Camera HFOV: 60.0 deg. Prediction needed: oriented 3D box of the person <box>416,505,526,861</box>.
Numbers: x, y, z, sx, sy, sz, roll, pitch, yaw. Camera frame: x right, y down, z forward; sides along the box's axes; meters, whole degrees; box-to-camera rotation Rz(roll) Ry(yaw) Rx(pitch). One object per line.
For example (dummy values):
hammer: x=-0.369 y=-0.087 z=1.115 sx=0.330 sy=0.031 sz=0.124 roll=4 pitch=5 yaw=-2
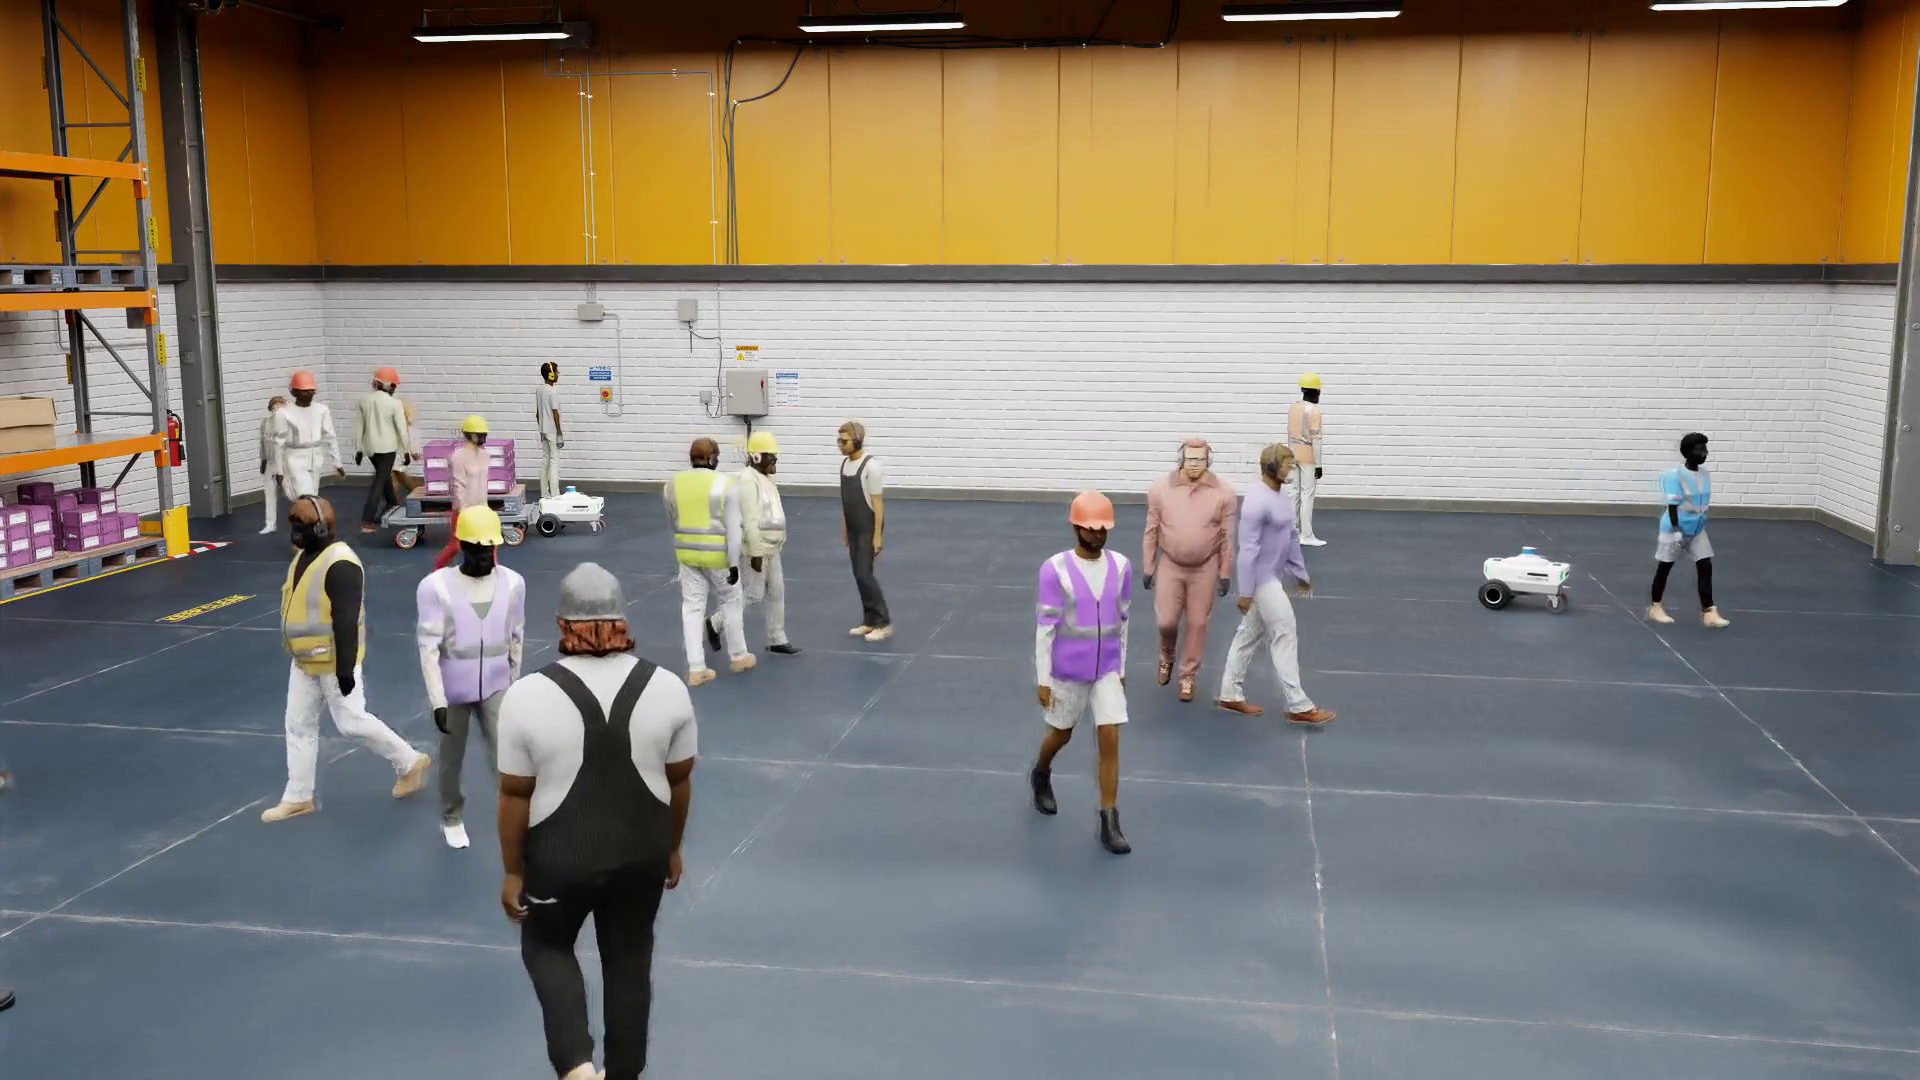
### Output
person: x=-2.473 y=0.746 z=8.510 sx=0.592 sy=1.861 sz=1.041 roll=-6 pitch=11 yaw=-34

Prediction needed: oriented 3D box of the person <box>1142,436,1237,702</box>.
person: x=1.628 y=0.196 z=11.818 sx=0.658 sy=1.886 sz=0.467 roll=1 pitch=9 yaw=7

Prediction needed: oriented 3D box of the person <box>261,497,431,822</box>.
person: x=-3.467 y=0.645 z=9.319 sx=0.852 sy=1.817 sz=0.630 roll=-9 pitch=13 yaw=-43

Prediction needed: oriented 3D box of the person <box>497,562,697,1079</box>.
person: x=-1.293 y=1.073 z=5.910 sx=0.708 sy=2.000 sz=0.539 roll=-4 pitch=10 yaw=-25

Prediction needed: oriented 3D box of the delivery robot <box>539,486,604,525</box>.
delivery robot: x=-4.485 y=-0.377 z=19.214 sx=0.707 sy=0.478 sz=0.477 roll=-1 pitch=9 yaw=-4

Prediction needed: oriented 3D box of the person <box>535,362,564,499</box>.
person: x=-5.320 y=-1.384 z=21.686 sx=0.329 sy=1.872 sz=0.507 roll=-9 pitch=13 yaw=-43

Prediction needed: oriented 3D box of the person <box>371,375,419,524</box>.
person: x=-6.925 y=-1.171 z=20.460 sx=0.573 sy=1.861 sz=1.104 roll=3 pitch=10 yaw=17

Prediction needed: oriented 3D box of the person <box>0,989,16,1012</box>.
person: x=-4.175 y=0.989 z=6.766 sx=0.545 sy=1.933 sz=0.376 roll=8 pitch=12 yaw=40

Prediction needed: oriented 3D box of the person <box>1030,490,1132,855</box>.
person: x=0.642 y=0.654 z=8.961 sx=0.556 sy=1.907 sz=0.930 roll=-3 pitch=10 yaw=-21

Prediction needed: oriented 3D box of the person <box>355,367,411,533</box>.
person: x=-6.771 y=-1.068 z=19.570 sx=0.635 sy=1.925 sz=1.052 roll=4 pitch=10 yaw=22

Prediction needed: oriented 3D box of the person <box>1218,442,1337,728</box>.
person: x=2.160 y=0.301 z=11.138 sx=0.948 sy=1.901 sz=0.649 roll=4 pitch=10 yaw=22

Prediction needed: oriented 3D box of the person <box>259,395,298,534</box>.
person: x=-7.902 y=-0.889 z=19.434 sx=0.566 sy=1.615 sz=0.588 roll=3 pitch=10 yaw=18

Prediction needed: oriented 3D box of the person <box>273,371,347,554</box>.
person: x=-6.841 y=-0.784 z=17.553 sx=1.001 sy=1.991 sz=0.624 roll=7 pitch=11 yaw=36

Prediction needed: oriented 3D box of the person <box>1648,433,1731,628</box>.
person: x=6.210 y=-0.068 z=14.101 sx=0.535 sy=1.665 sz=0.785 roll=-4 pitch=10 yaw=-23

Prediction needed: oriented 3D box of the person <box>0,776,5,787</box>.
person: x=-5.768 y=0.641 z=9.146 sx=0.642 sy=1.871 sz=1.020 roll=5 pitch=10 yaw=26

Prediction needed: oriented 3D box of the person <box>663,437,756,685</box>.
person: x=-1.840 y=0.130 z=12.429 sx=0.632 sy=1.813 sz=0.771 roll=3 pitch=10 yaw=18

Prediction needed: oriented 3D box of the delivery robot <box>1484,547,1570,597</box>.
delivery robot: x=5.106 y=0.305 z=14.983 sx=0.707 sy=0.478 sz=0.477 roll=5 pitch=10 yaw=28

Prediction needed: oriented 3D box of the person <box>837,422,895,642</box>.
person: x=-0.807 y=-0.067 z=13.704 sx=0.436 sy=1.820 sz=0.535 roll=-7 pitch=12 yaw=-38

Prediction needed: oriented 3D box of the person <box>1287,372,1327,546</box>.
person: x=3.857 y=-0.898 z=18.493 sx=0.369 sy=1.927 sz=0.589 roll=-3 pitch=10 yaw=-21

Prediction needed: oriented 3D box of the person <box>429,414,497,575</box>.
person: x=-4.609 y=-0.319 z=15.496 sx=0.850 sy=1.732 sz=0.514 roll=5 pitch=10 yaw=29

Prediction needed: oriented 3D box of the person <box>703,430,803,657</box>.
person: x=-1.633 y=0.037 z=13.061 sx=0.720 sy=1.813 sz=0.605 roll=2 pitch=9 yaw=12
